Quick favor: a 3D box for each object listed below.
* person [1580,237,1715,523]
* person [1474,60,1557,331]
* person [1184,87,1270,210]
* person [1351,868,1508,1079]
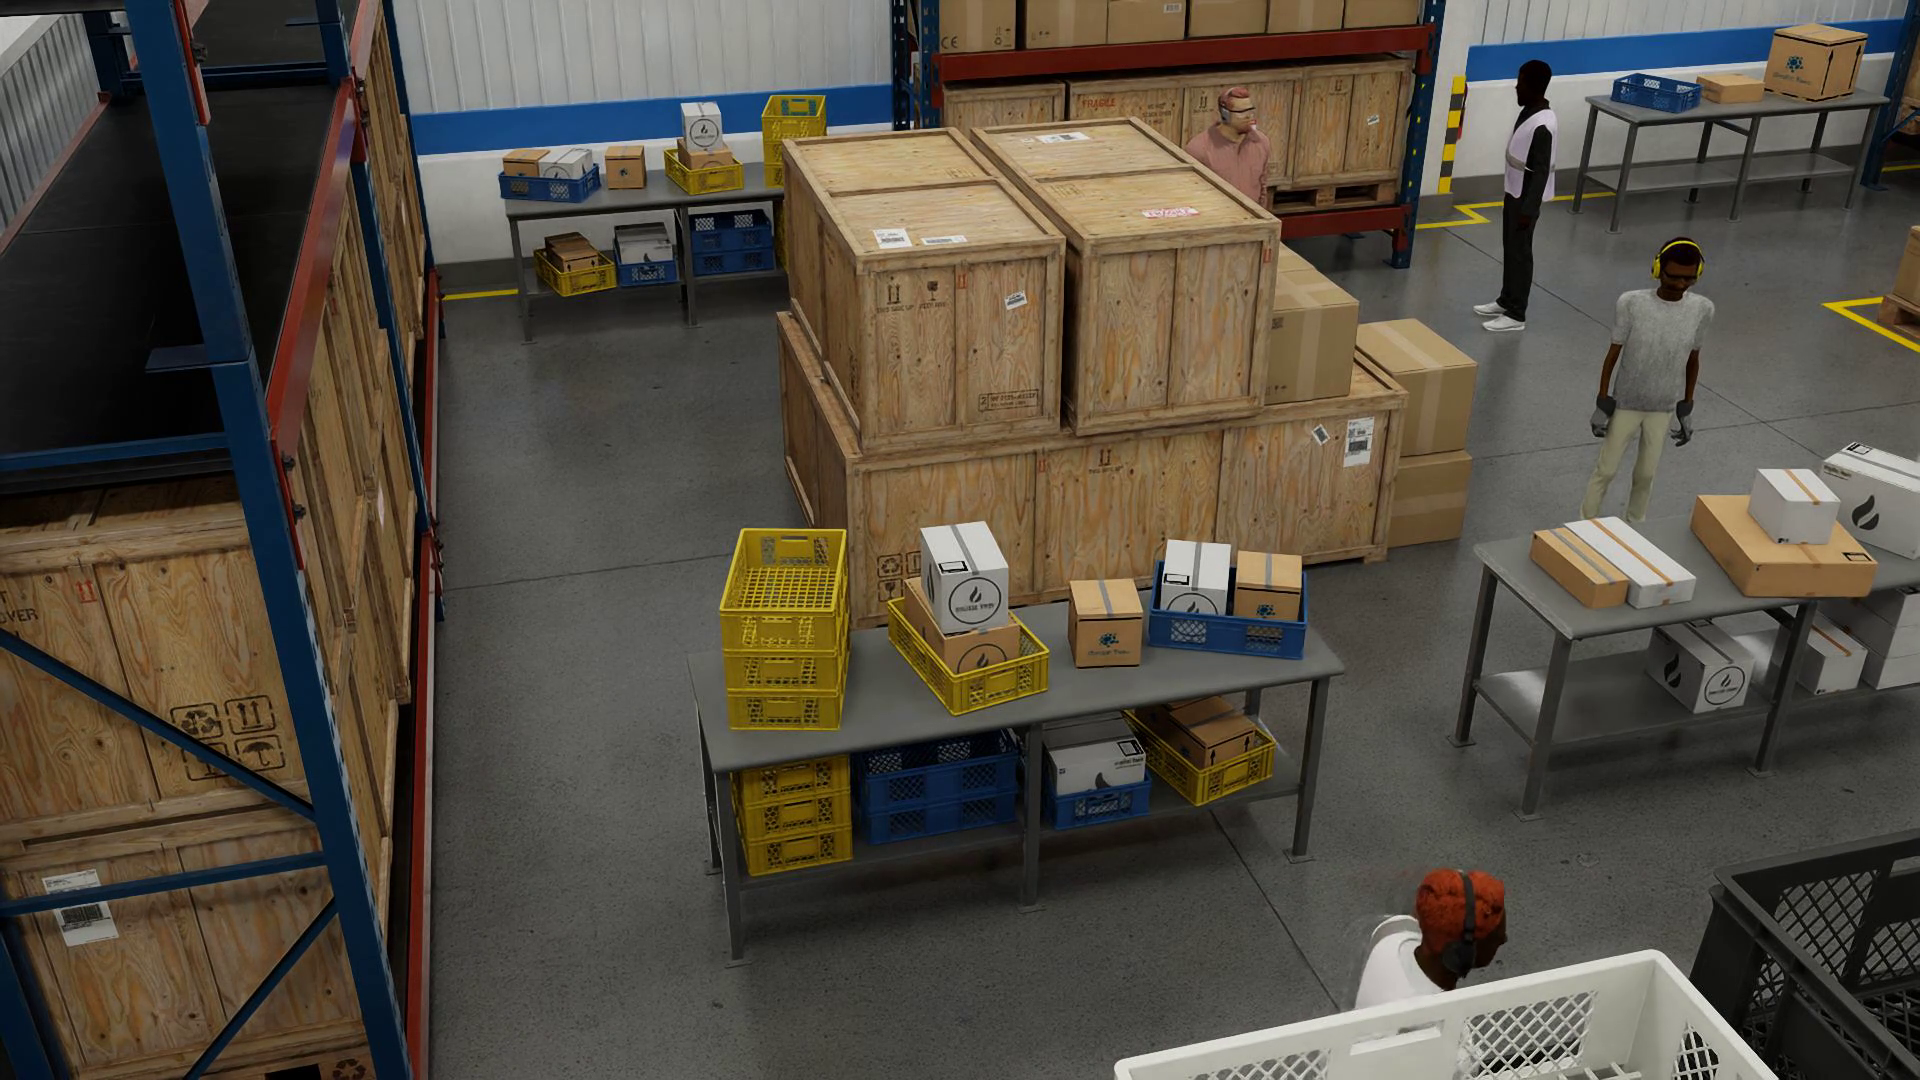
[{"bbox_3d":[3.580,-0.683,8.690,0.519,1.865,0.328,3,29,6],"label":"person"},{"bbox_3d":[4.010,-2.437,11.819,0.370,1.914,0.597,3,29,5],"label":"person"},{"bbox_3d":[1.782,-2.072,11.162,0.643,1.913,0.408,-11,31,-20],"label":"person"},{"bbox_3d":[1.299,1.637,4.477,0.720,1.861,0.612,-1,29,-2],"label":"person"}]
